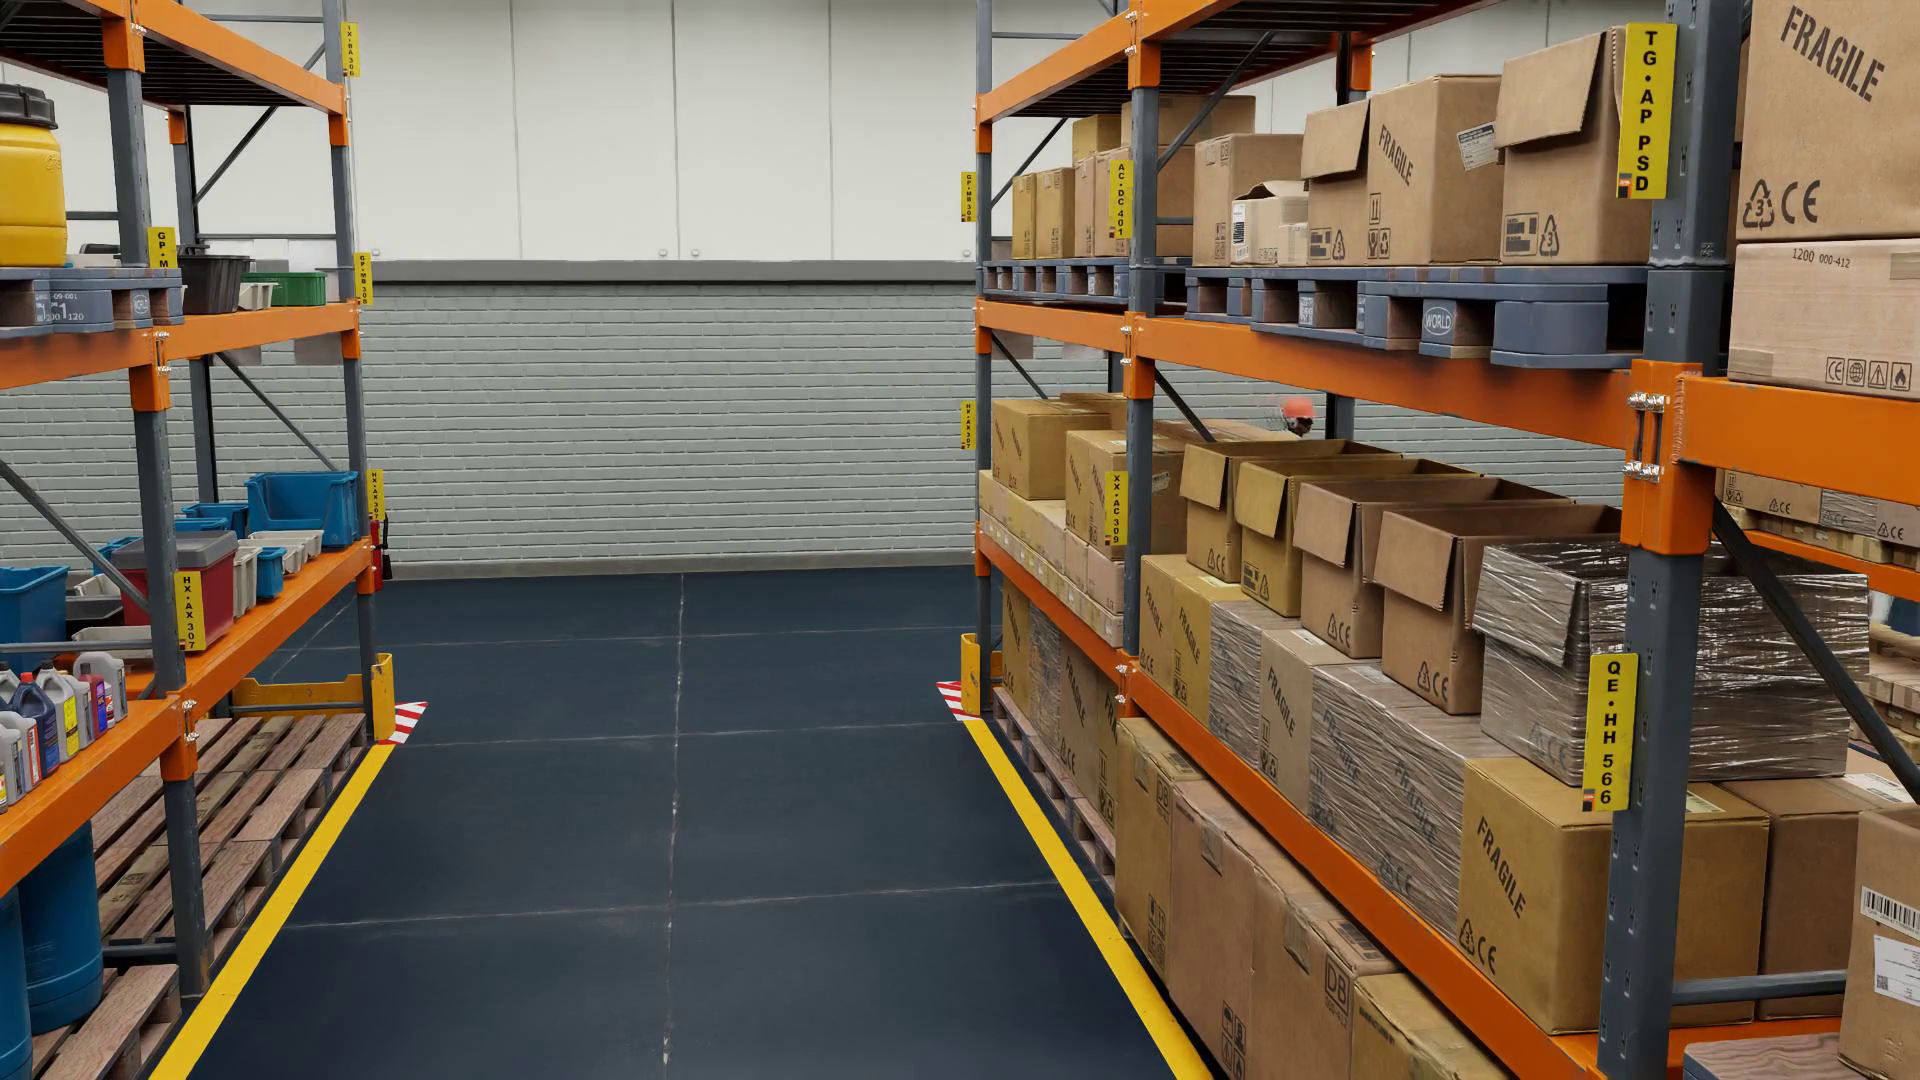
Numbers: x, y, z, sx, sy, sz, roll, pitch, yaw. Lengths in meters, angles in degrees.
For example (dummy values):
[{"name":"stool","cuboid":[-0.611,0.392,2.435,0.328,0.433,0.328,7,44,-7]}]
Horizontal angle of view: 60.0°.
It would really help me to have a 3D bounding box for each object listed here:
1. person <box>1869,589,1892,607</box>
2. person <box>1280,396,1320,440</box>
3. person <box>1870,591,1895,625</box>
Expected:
[{"name":"person","cuboid":[8.082,-0.251,14.813,0.695,1.804,0.539,0,9,1]},{"name":"person","cuboid":[2.838,-0.243,14.184,0.461,1.978,0.620,4,10,26]},{"name":"person","cuboid":[7.217,-0.001,13.209,0.628,1.816,0.445,7,12,37]}]
